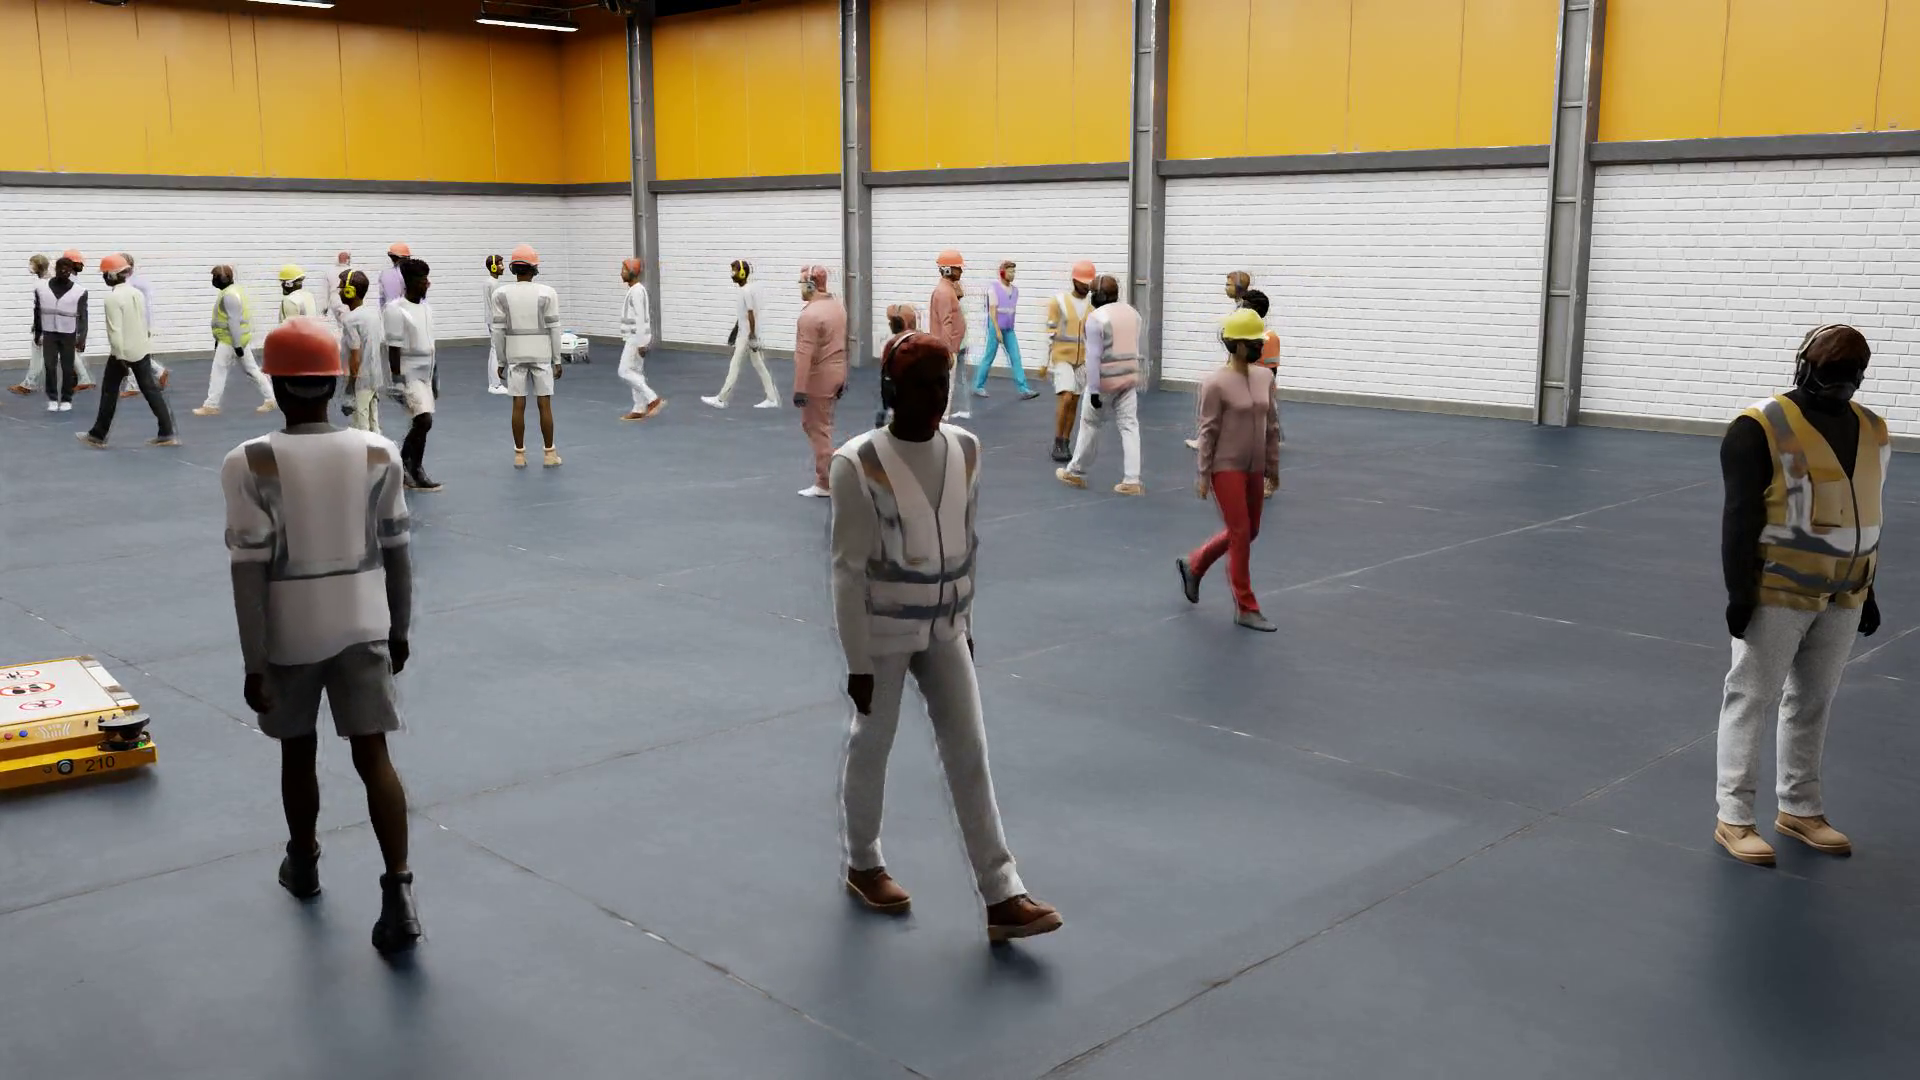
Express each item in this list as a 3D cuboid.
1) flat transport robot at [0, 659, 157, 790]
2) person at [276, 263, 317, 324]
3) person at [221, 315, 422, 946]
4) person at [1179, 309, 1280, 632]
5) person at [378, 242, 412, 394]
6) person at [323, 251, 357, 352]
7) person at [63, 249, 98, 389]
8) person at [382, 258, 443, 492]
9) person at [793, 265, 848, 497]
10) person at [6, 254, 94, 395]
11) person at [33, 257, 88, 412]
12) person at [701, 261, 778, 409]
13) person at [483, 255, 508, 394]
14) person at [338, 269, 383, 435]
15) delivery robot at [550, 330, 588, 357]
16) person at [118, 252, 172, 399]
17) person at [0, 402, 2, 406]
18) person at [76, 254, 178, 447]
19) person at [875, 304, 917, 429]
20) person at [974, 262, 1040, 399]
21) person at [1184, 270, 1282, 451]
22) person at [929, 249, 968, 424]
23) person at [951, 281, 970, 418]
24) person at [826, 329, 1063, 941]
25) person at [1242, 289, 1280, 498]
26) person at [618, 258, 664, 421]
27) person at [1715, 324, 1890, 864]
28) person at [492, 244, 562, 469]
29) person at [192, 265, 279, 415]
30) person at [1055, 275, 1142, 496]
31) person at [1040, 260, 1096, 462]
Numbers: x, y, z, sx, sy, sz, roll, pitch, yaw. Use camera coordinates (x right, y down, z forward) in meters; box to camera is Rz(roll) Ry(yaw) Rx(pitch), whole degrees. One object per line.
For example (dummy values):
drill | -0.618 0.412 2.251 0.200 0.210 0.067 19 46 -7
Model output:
flat transport robot | -3.884 0.733 6.976 0.652 0.197 1.431 -8 13 -36
person | -7.148 -2.061 17.961 0.404 1.827 0.600 0 10 2
person | -1.912 0.273 5.063 0.555 1.902 0.982 -7 13 -35
person | 1.489 -0.406 9.157 0.528 1.743 0.735 -8 13 -37
person | -7.449 -2.953 22.240 0.615 2.041 0.376 5 11 25
person | -10.771 -4.093 28.967 0.697 1.861 0.853 2 11 10
person | -12.260 -3.060 23.106 0.368 1.939 0.542 -5 12 -27
person | -4.483 -1.346 13.746 0.419 1.940 0.623 2 11 11
person | -1.173 -1.284 13.545 0.431 1.891 0.676 4 11 19
person | -12.244 -2.882 22.315 1.036 1.889 0.637 -4 11 -23
person | -10.870 -2.481 20.143 0.649 1.865 0.571 -3 11 -17
person | -2.700 -2.505 20.440 0.977 1.811 0.540 -1 10 -5
person | -6.248 -2.907 22.460 0.319 1.870 0.532 -5 11 -24
person | -4.697 -1.175 13.017 0.328 1.872 0.513 0 10 2
delivery robot | -6.541 -3.267 27.757 0.707 0.478 0.477 7 13 34
person | -10.864 -2.841 21.981 0.635 1.919 0.763 8 13 37
person | -12.218 -2.645 20.566 0.537 2.000 0.680 4 11 19
person | -8.436 -1.893 16.757 0.994 1.947 0.621 2 11 10
person | -0.520 -0.971 12.587 0.758 1.606 0.541 4 11 22
person | 0.564 -2.730 21.718 0.989 1.791 0.587 10 14 43
person | 2.741 -1.740 16.325 0.983 1.792 0.538 1 10 7
person | -0.114 -1.931 16.800 0.386 1.992 0.625 0 10 -3
person | -0.153 -2.219 19.413 0.626 1.611 0.522 5 11 24
person | -0.089 0.309 4.977 0.608 1.839 0.943 -8 13 -37
person | 2.390 -1.177 13.502 0.321 1.696 0.537 -4 11 -22
person | -3.728 -2.287 19.084 0.442 1.869 0.580 -1 10 -6
person | 2.891 0.185 5.696 0.619 1.839 0.430 -3 11 -15
person | -3.949 -1.669 15.237 0.605 2.045 0.377 -1 10 -5
person | -8.685 -2.394 19.920 0.986 1.797 0.614 -2 11 -13
person | 1.180 -1.292 13.844 0.635 1.793 0.950 -7 13 -35
person | 1.079 -1.675 15.671 0.581 1.898 0.611 -4 11 -22
